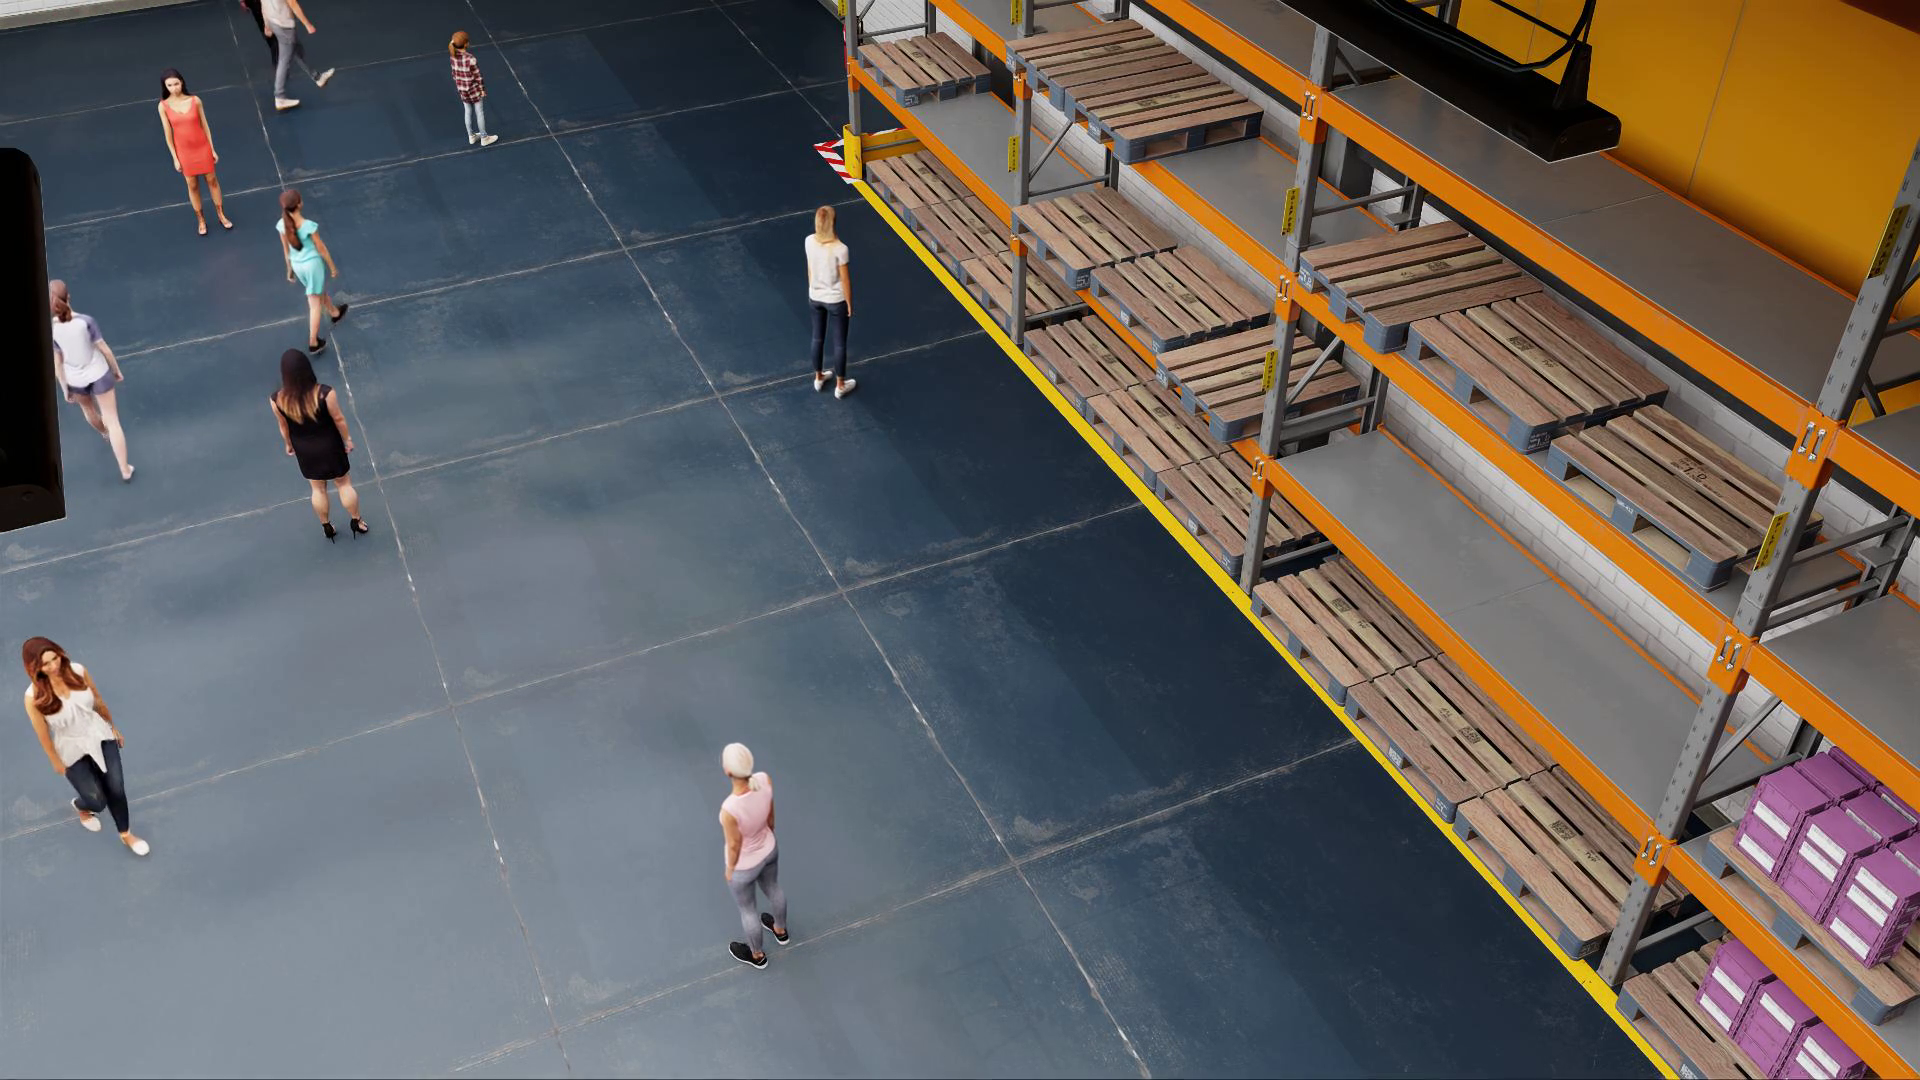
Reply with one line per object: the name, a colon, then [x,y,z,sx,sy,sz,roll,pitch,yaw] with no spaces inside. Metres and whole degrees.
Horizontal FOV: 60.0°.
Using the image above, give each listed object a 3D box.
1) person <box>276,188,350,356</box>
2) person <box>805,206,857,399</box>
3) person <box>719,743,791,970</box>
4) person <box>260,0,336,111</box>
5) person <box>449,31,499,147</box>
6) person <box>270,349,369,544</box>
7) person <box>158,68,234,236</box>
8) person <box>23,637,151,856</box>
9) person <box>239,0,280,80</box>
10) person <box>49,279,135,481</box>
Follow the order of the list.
person: [-5.974,-2.434,15.192,0.963,1.518,1.121,7,39,9]
person: [-1.156,-2.085,14.522,0.641,1.809,0.717,16,41,19]
person: [-1.213,1.830,9.686,0.638,1.725,0.628,26,45,29]
person: [-7.918,-5.902,19.276,1.234,1.841,1.106,26,45,29]
person: [-5.504,-5.077,18.672,0.611,1.305,0.682,16,41,19]
person: [-4.962,-0.716,12.879,0.719,1.719,0.680,-7,39,-8]
person: [-7.818,-3.973,16.958,0.598,1.718,0.554,-21,43,-24]
person: [-5.504,1.262,10.363,0.907,1.769,0.808,21,43,24]
person: [-8.395,-6.442,19.994,0.891,1.788,1.307,-7,39,-8]
person: [-7.094,-1.257,13.553,0.639,1.724,1.111,-14,41,-17]
